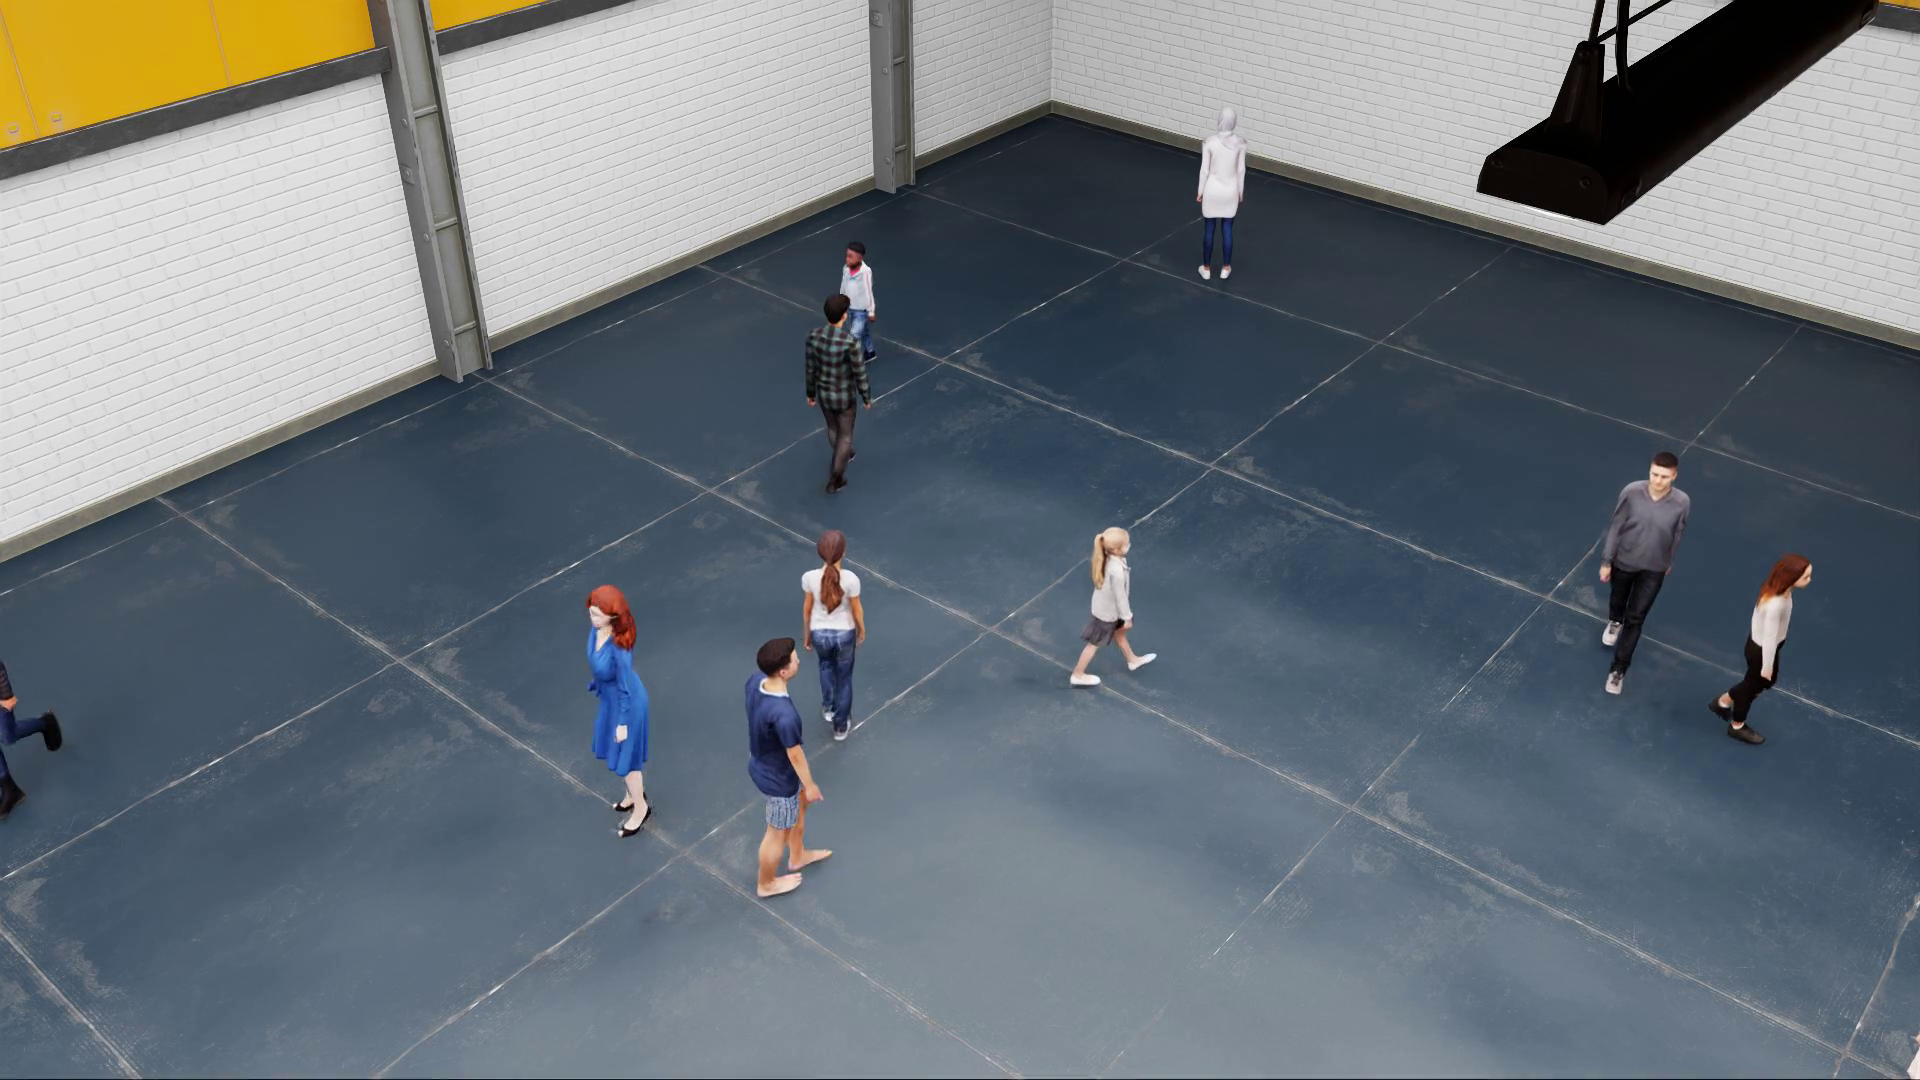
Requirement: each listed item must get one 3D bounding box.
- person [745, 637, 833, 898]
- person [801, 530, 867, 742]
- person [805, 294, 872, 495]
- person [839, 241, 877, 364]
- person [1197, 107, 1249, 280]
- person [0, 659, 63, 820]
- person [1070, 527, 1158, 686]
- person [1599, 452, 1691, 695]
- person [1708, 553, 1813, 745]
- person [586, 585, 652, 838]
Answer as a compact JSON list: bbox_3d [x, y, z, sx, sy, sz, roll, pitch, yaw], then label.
[{"bbox_3d":[-1.114,1.344,9.481,0.880,1.829,0.798,-15,37,-22],"label":"person"},{"bbox_3d":[-0.831,0.654,10.775,0.676,1.545,0.734,4,34,7],"label":"person"},{"bbox_3d":[-1.017,-1.163,13.419,0.865,1.691,1.016,13,36,19],"label":"person"},{"bbox_3d":[-0.888,-2.172,15.305,0.821,1.237,0.568,-27,42,-35],"label":"person"},{"bbox_3d":[2.635,-3.501,16.820,0.701,1.775,0.737,1,34,1],"label":"person"},{"bbox_3d":[-5.999,0.879,10.269,0.918,1.732,1.068,5,34,8],"label":"person"},{"bbox_3d":[0.949,0.474,11.320,0.914,1.242,0.840,-4,34,-6],"label":"person"},{"bbox_3d":[4.667,0.124,11.424,0.794,1.710,1.214,16,37,23],"label":"person"},{"bbox_3d":[5.151,0.682,10.796,0.689,1.477,0.608,17,37,23],"label":"person"},{"bbox_3d":[-2.034,1.015,9.986,0.740,1.818,0.750,-10,35,-15],"label":"person"}]
